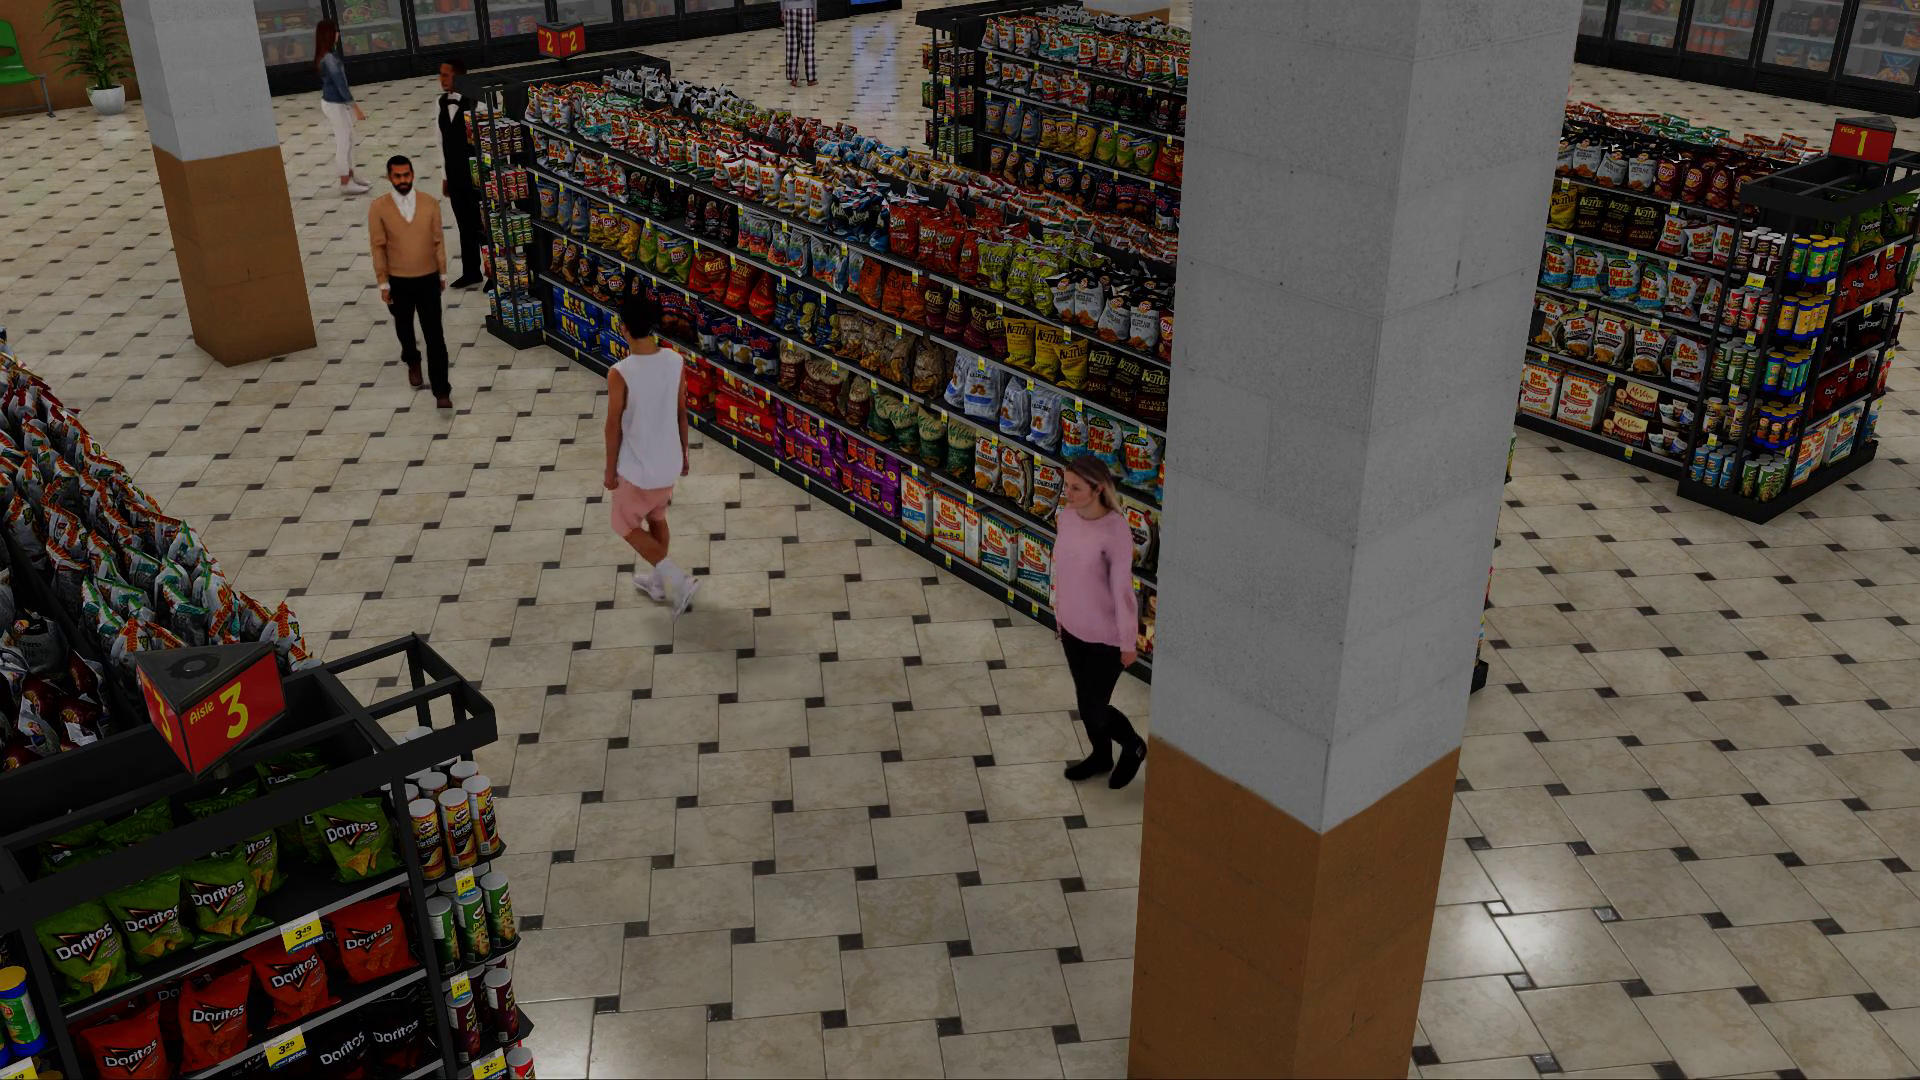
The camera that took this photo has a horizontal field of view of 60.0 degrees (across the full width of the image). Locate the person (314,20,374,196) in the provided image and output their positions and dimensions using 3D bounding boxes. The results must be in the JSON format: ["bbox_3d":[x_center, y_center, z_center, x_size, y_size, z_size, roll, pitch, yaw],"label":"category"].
[{"bbox_3d":[-6.239,-4.263,16.477,0.770,1.693,0.653,-11,29,-21],"label":"person"}]

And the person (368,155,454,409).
[{"bbox_3d":[-3.853,-1.819,11.636,0.936,1.711,1.287,-10,29,-19],"label":"person"}]

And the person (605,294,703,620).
[{"bbox_3d":[-1.608,-0.391,8.755,0.965,1.770,0.738,22,34,37],"label":"person"}]

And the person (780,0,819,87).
[{"bbox_3d":[-2.052,-6.747,21.203,0.694,1.847,0.752,2,27,4],"label":"person"}]

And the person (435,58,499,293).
[{"bbox_3d":[-4.065,-3.033,13.801,0.703,1.918,0.840,11,29,20],"label":"person"}]

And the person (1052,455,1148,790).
[{"bbox_3d":[0.638,0.385,7.344,0.669,1.663,0.598,-19,33,-33],"label":"person"}]
